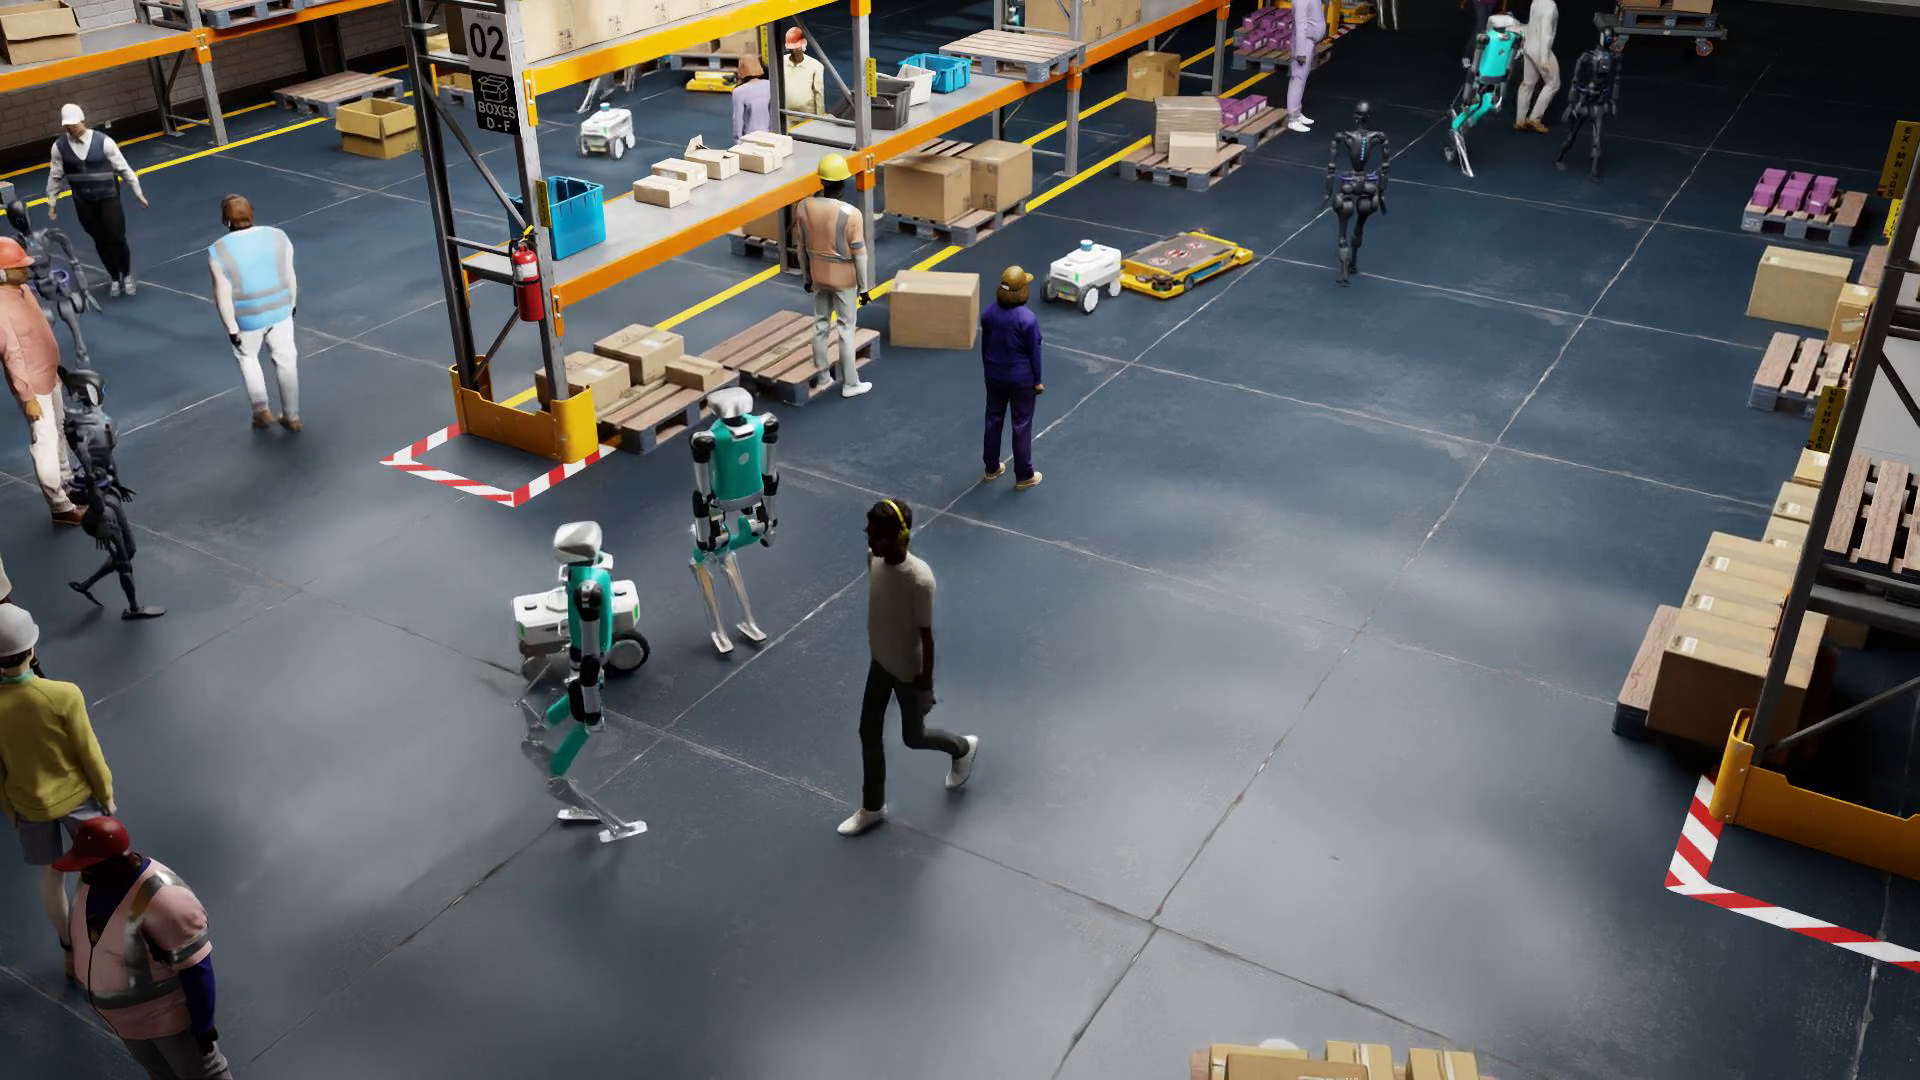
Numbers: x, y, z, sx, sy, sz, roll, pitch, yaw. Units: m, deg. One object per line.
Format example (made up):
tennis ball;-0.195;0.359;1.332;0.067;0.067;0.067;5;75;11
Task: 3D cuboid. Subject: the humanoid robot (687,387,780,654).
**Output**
humanoid robot;-1.382;-0.161;9.641;0.530;1.694;0.734;-19;35;-31

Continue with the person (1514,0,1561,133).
person;6.815;-5.696;19.375;0.499;1.883;0.585;-3;30;-5

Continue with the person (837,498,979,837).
person;-0.262;0.602;8.276;0.806;1.841;0.521;-24;37;-36

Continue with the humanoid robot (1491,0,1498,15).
humanoid robot;7.668;-8.138;23.961;0.595;1.634;0.732;7;30;12

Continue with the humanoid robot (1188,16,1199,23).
humanoid robot;3.504;-8.515;24.594;0.663;1.622;0.613;-21;36;-33

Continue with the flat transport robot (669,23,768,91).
flat transport robot;-3.063;-6.159;21.836;0.659;0.231;1.431;5;30;8

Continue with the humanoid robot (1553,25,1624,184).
humanoid robot;6.793;-4.723;17.916;0.610;1.627;0.779;-4;30;-8

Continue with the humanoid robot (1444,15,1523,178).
humanoid robot;5.545;-4.840;18.065;0.554;1.816;0.907;-9;31;-16

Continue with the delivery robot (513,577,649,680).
delivery robot;-2.238;0.472;9.785;0.745;0.565;0.499;-9;31;-15

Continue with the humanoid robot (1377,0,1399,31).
humanoid robot;6.277;-8.218;24.057;0.530;1.852;0.732;-6;30;-11

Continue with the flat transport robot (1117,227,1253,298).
flat transport robot;2.068;-2.591;15.525;0.659;0.231;1.431;24;37;36

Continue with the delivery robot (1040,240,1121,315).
delivery robot;1.121;-2.381;14.856;0.499;0.587;0.771;23;36;34

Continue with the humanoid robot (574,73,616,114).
humanoid robot;-4.480;-6.174;20.401;0.539;1.766;0.989;19;35;30

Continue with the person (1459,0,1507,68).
person;6.975;-7.106;21.952;0.590;1.804;0.829;-10;31;-17

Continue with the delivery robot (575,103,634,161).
delivery robot;-4.007;-4.629;18.854;0.499;0.608;0.803;8;30;13

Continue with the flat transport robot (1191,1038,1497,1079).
flat transport robot;1.484;2.553;6.425;0.659;0.231;1.431;3;30;6

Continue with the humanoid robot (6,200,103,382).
humanoid robot;-7.019;-1.882;12.857;0.618;1.638;0.560;-18;34;-29

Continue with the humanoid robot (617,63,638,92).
humanoid robot;-4.329;-6.593;21.144;0.534;1.790;0.796;21;35;32

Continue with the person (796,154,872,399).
person;-0.963;-2.027;12.844;0.593;1.926;0.363;14;33;24

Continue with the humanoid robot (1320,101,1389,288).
humanoid robot;3.594;-3.168;15.143;0.610;1.630;0.594;-1;29;-1

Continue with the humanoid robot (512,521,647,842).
humanoid robot;-1.975;0.736;8.144;0.688;1.791;0.547;-5;30;-9

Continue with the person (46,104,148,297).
person;-7.642;-2.989;14.722;0.802;1.741;0.531;-7;30;-12

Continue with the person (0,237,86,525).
person;-6.130;-1.055;11.057;0.379;1.993;0.621;-7;30;-12

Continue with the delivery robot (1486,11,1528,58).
delivery robot;7.538;-7.021;23.075;0.499;0.598;0.777;-22;36;-34

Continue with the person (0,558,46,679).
person;-5.475;0.089;9.080;0.379;1.957;0.596;2;30;4

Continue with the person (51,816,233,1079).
person;-3.072;1.761;6.317;0.609;1.754;0.419;13;32;21

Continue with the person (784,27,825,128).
person;-1.683;-4.455;17.327;0.554;1.743;0.346;7;30;12

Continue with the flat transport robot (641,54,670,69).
flat transport robot;-4.043;-6.664;22.729;1.431;0.231;0.659;-21;36;-33

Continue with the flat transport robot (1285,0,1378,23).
flat transport robot;5.518;-8.016;25.122;1.431;0.231;0.659;16;33;26

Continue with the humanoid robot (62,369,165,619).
humanoid robot;-5.219;-0.243;9.948;0.528;1.636;0.615;-8;30;-14

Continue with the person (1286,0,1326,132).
person;4.064;-5.795;19.526;0.411;1.913;0.641;9;31;16

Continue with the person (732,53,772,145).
person;-2.058;-4.069;16.763;0.501;1.628;0.280;-20;35;-31

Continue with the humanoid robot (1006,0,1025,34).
humanoid robot;0.830;-6.799;21.505;0.539;1.768;0.970;4;30;6

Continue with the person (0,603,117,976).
person;-3.973;1.130;7.312;0.470;1.884;0.404;-8;30;-13

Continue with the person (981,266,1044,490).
person;0.367;-1.134;11.567;0.463;1.623;0.335;17;34;27

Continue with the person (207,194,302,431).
person;-5.190;-1.675;12.323;0.620;1.825;0.509;-20;35;-31
